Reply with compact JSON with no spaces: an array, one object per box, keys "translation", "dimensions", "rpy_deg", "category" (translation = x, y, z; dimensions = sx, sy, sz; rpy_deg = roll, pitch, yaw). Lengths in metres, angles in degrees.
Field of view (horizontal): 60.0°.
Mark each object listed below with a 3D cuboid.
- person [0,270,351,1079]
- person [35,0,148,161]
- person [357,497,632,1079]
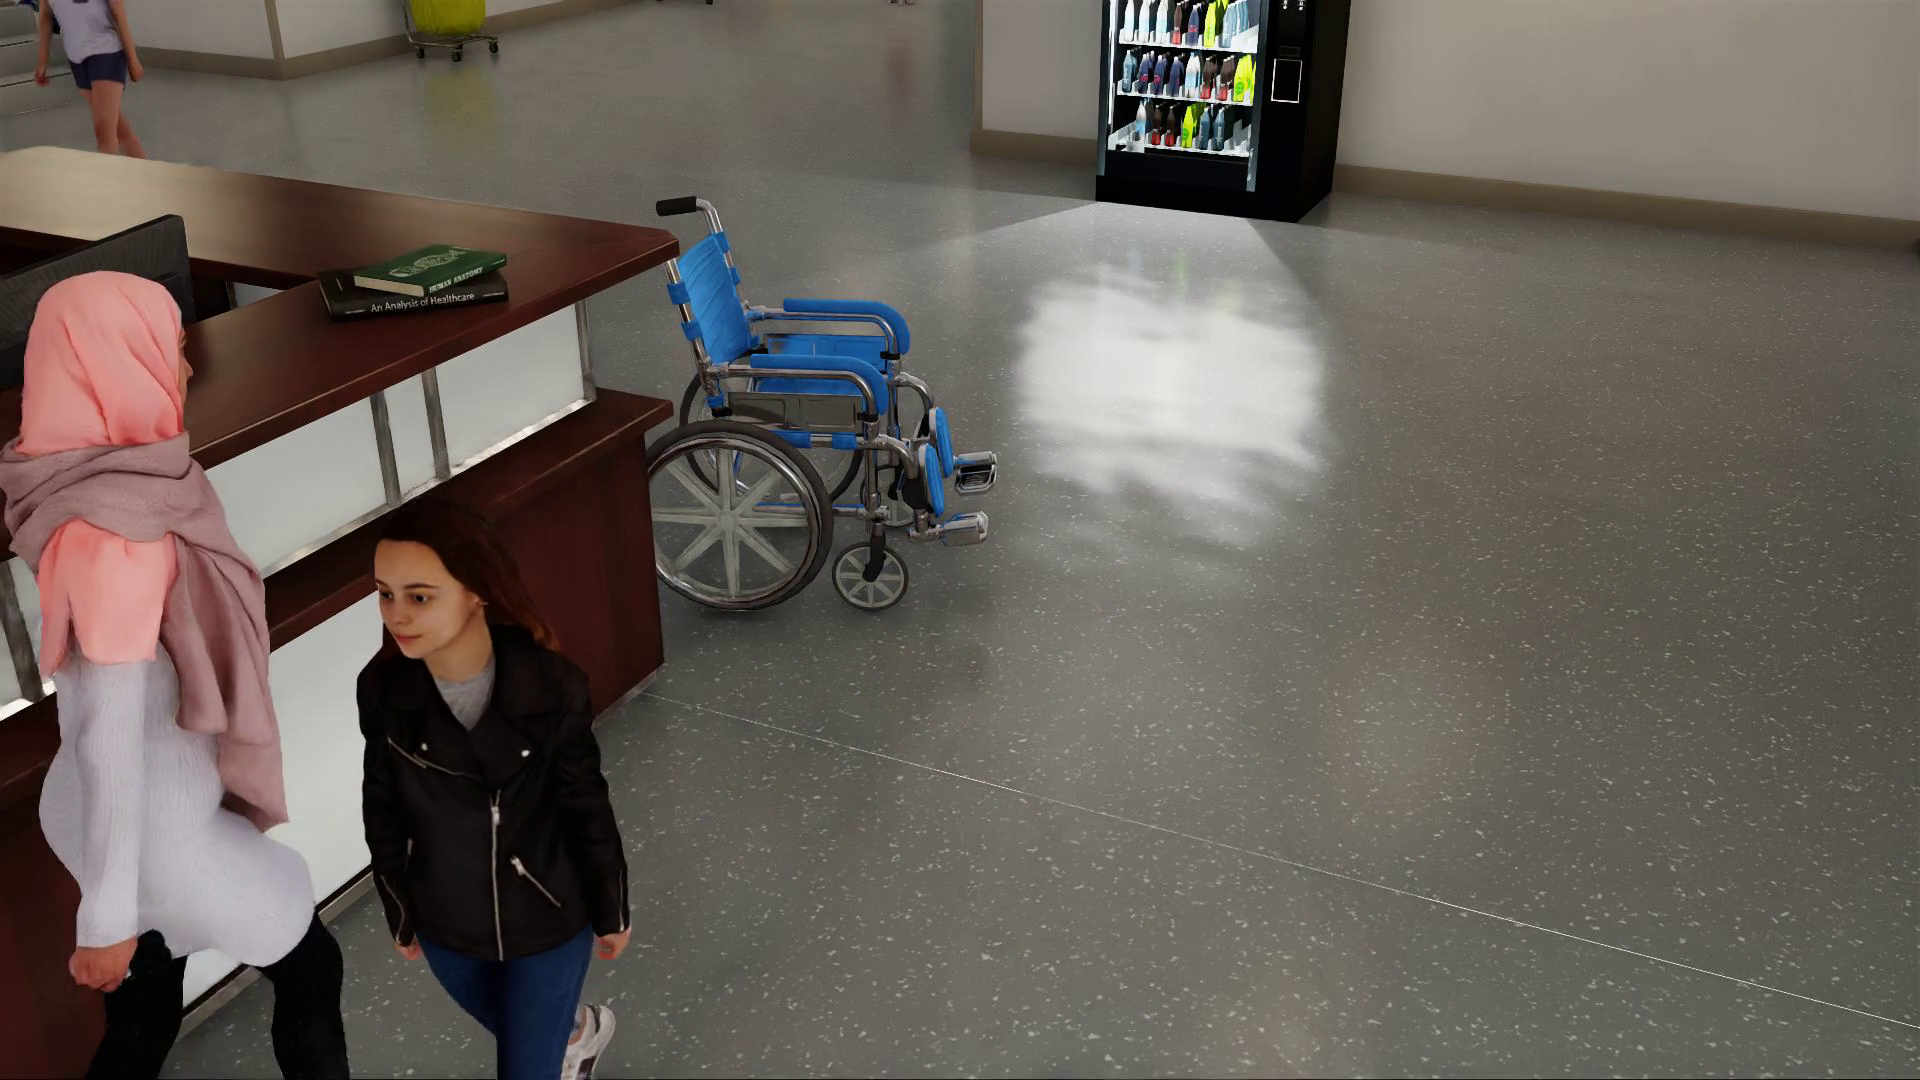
[{"translation":[-1.321,0.520,2.581],"dimensions":[0.955,1.757,0.985],"rpy_deg":[-16,30,-30],"category":"person"},{"translation":[-4.771,-2.674,9.307],"dimensions":[1.050,1.668,0.813],"rpy_deg":[6,26,13],"category":"person"},{"translation":[-0.750,0.578,2.809],"dimensions":[0.981,1.453,0.809],"rpy_deg":[4,26,8],"category":"person"}]
